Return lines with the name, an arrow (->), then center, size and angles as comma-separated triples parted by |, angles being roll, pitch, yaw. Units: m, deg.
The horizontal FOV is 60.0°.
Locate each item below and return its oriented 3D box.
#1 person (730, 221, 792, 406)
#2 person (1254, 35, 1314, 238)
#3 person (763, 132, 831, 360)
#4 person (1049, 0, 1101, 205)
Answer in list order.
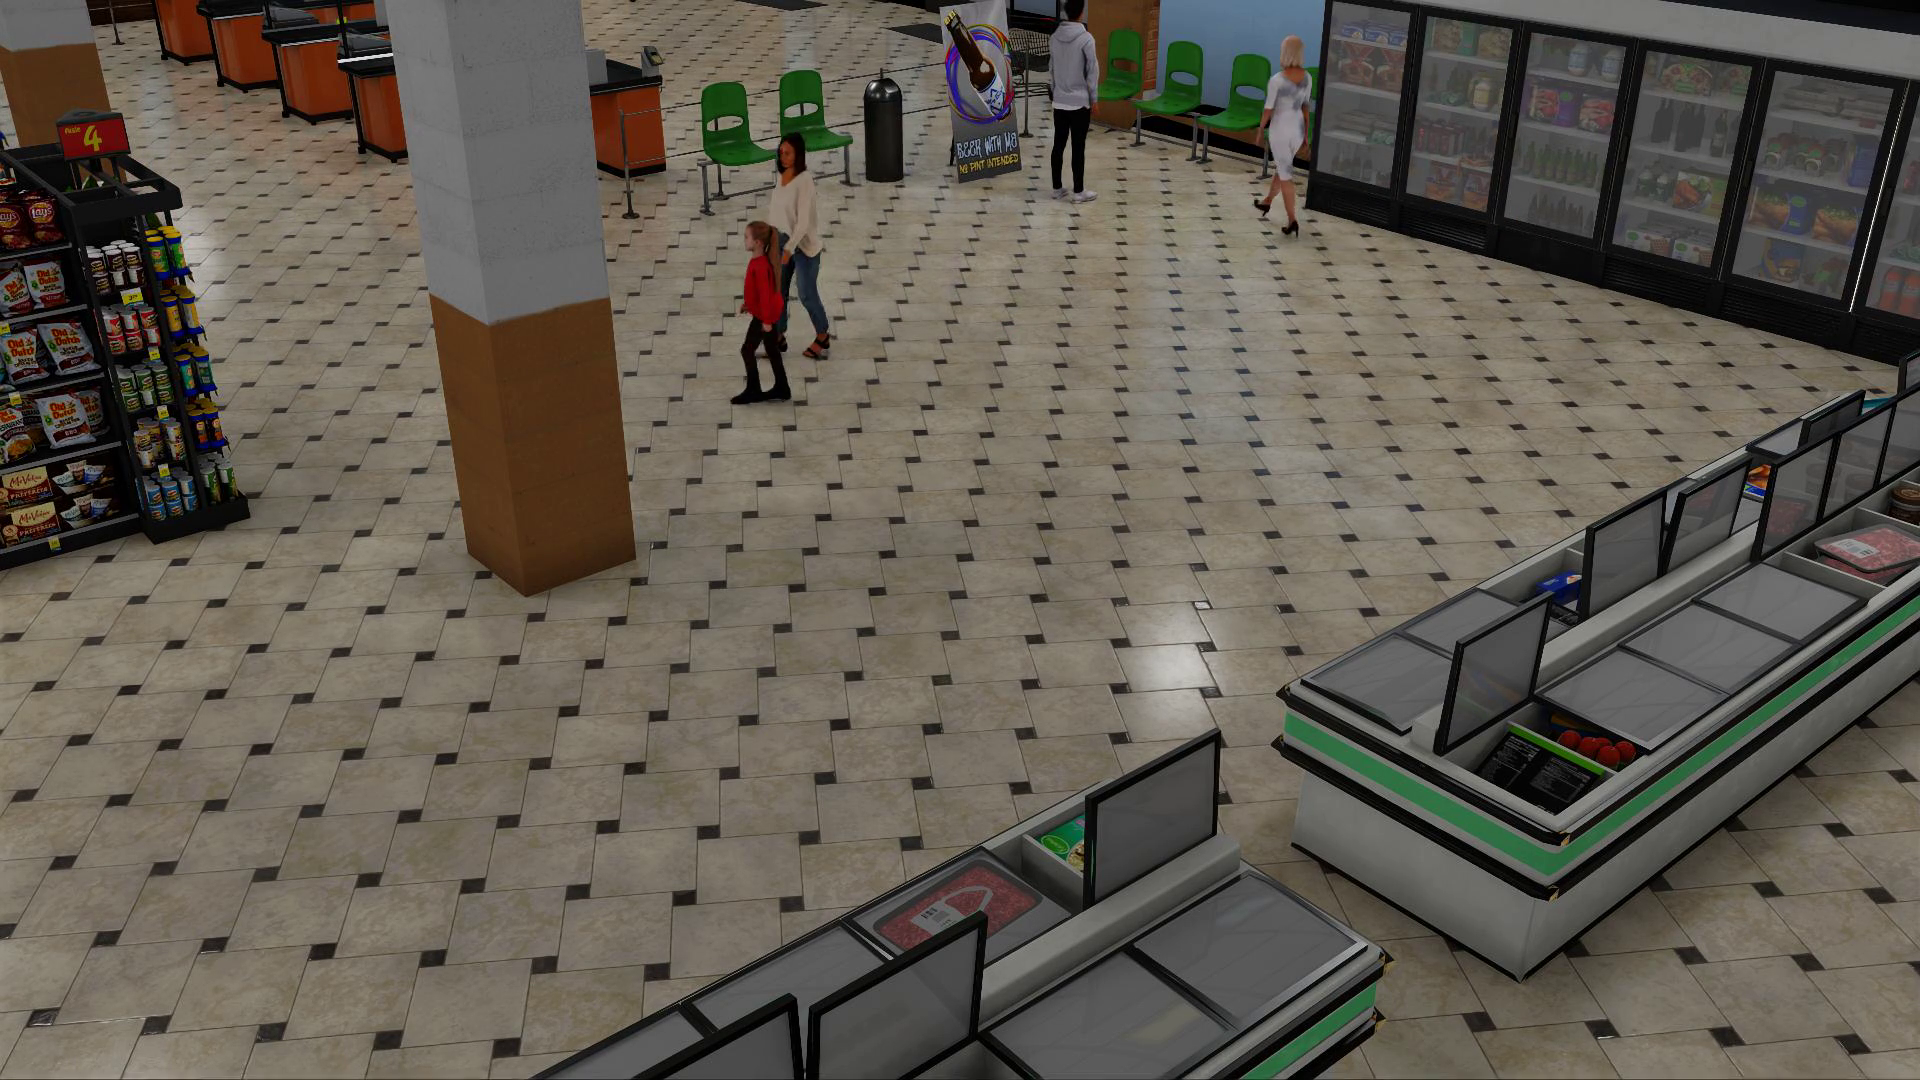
person -> -1.272, -1.531, 11.271 | 0.734, 1.268, 0.663 | 0, 27, -1
person -> 2.936, -3.533, 14.736 | 1.054, 1.705, 0.850 | -11, 29, -20
person -> -1.104, -2.106, 11.969 | 0.725, 1.662, 0.655 | -16, 31, -29
person -> 1.056, -4.182, 15.766 | 0.737, 1.930, 0.690 | 18, 32, 31
